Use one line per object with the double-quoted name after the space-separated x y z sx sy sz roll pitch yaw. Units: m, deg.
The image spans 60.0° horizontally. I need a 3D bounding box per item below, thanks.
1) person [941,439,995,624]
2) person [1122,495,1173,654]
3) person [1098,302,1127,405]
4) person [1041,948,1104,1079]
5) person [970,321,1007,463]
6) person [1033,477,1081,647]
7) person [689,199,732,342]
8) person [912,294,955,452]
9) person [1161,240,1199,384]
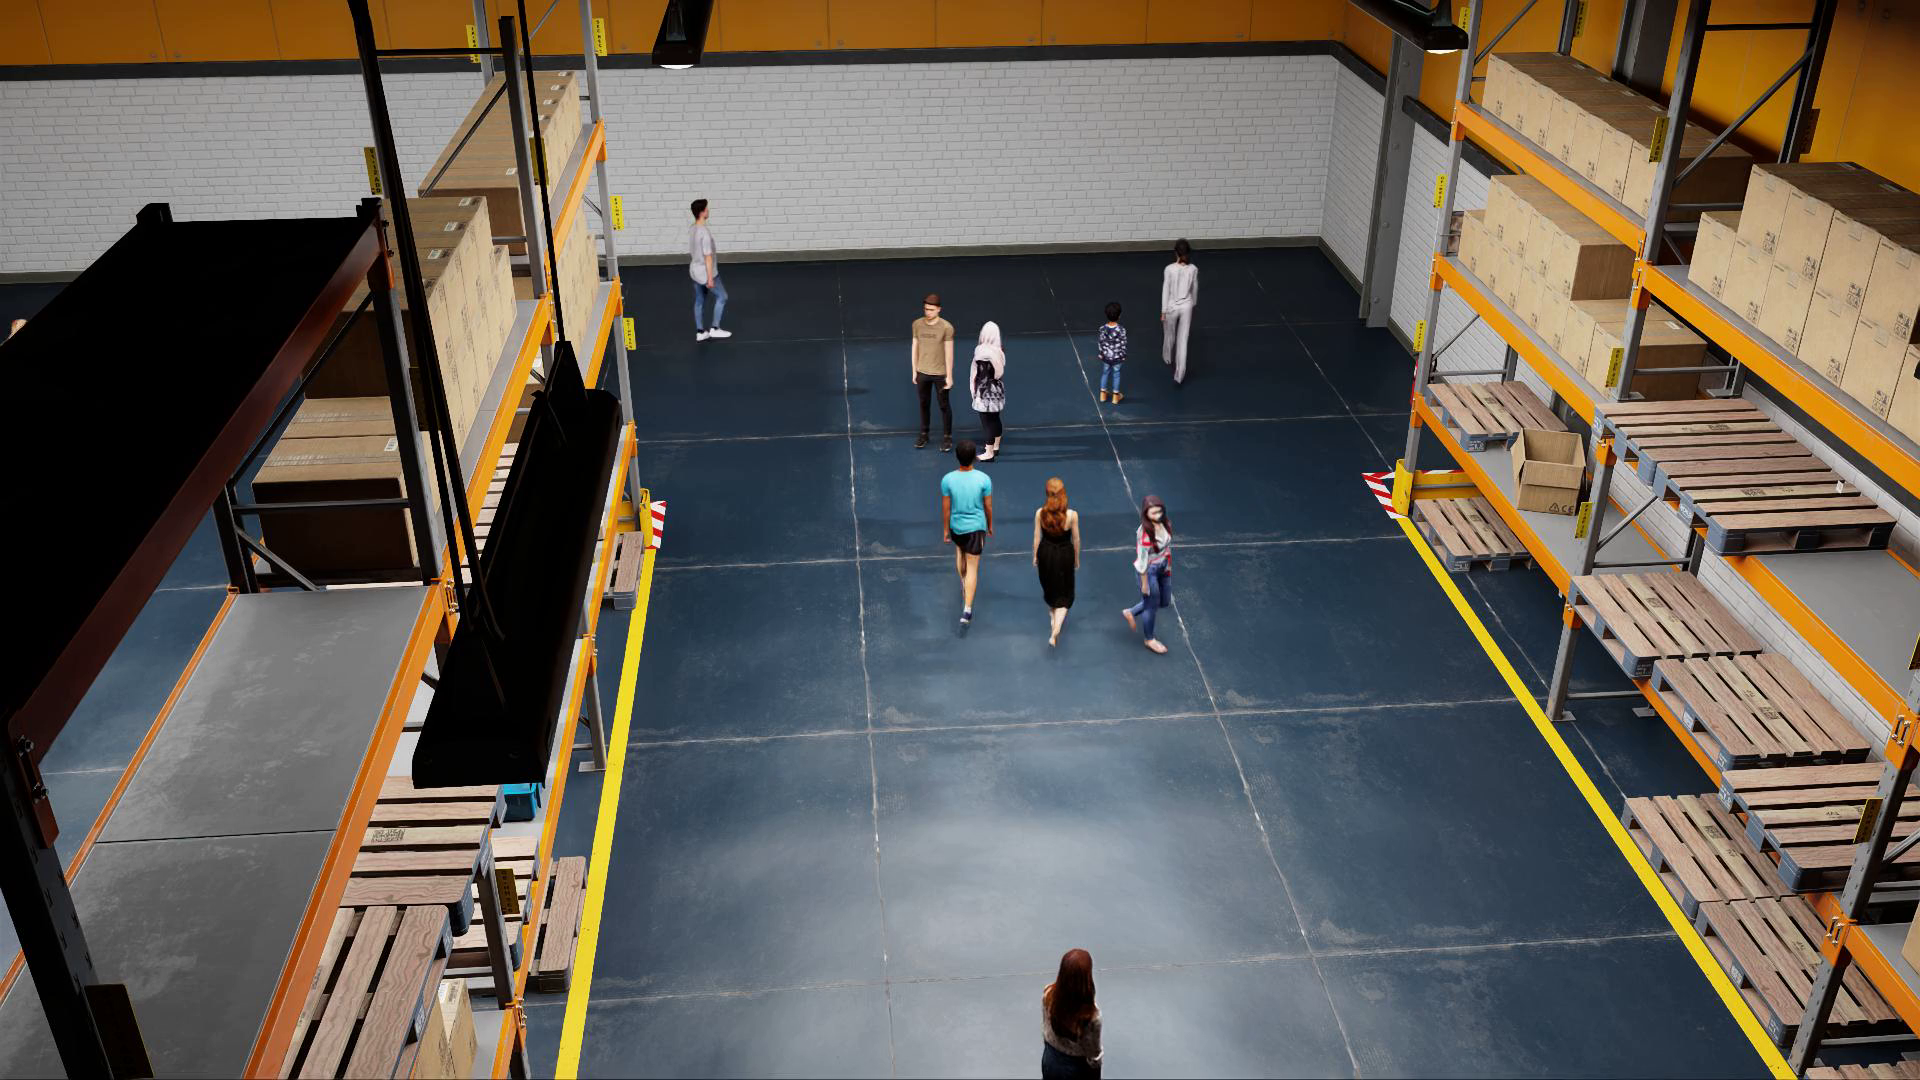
0.075 -0.046 15.376 0.791 1.737 1.232 3 29 5 "person"
1.660 0.275 14.933 0.884 1.596 0.822 22 35 34 "person"
1.823 -2.252 19.927 0.569 1.251 0.601 11 30 19 "person"
0.631 3.063 9.684 0.646 1.729 0.695 19 34 31 "person"
0.329 -1.653 18.425 0.799 1.638 0.710 12 31 20 "person"
0.860 0.230 15.007 0.733 1.604 0.961 5 29 9 "person"
-3.378 -3.451 21.476 0.882 1.873 0.791 -19 34 -31 "person"
-0.292 -1.893 18.646 0.736 1.847 0.727 10 30 18 "person"
2.702 -2.758 20.365 0.642 1.720 1.091 -1 29 -2 "person"
